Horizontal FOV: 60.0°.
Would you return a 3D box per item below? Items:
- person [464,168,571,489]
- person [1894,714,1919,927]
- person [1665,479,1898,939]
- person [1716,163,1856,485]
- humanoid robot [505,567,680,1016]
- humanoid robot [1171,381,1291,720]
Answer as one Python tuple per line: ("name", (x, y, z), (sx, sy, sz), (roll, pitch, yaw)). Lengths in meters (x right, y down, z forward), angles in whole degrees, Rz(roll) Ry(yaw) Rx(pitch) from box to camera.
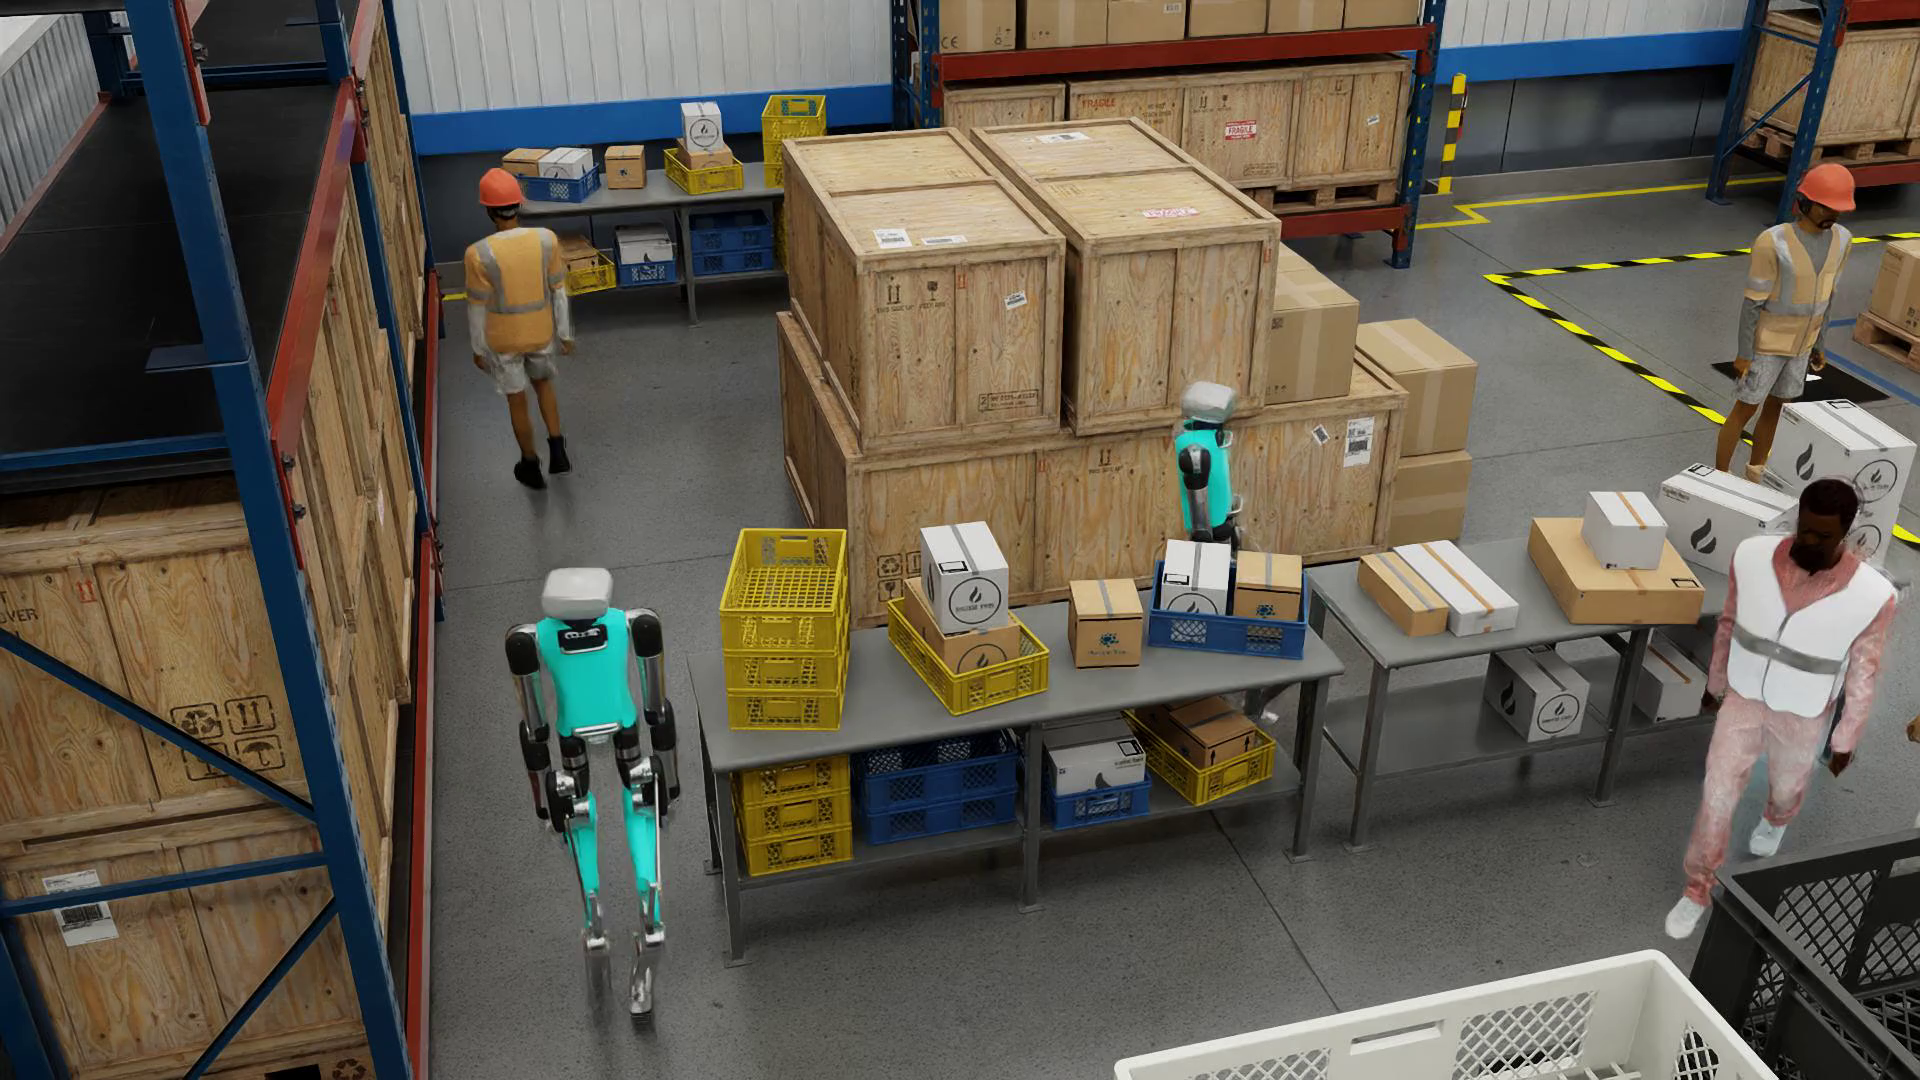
("person", (-2.538, -1.190, 9.555), (0.572, 1.925, 0.405), (-19, 34, -30))
("person", (3.877, 0.704, 6.212), (0.562, 1.837, 0.390), (9, 30, 16))
("person", (3.162, 0.591, 6.379), (0.600, 1.886, 0.932), (23, 36, 36))
("person", (4.602, -1.100, 9.280), (0.606, 2.042, 0.372), (-9, 30, -16))
("humanoid robot", (-1.223, 1.006, 5.800), (0.541, 1.797, 0.825), (-7, 30, -12))
("humanoid robot", (1.289, 0.165, 7.303), (0.799, 1.770, 0.549), (6, 29, 11))
